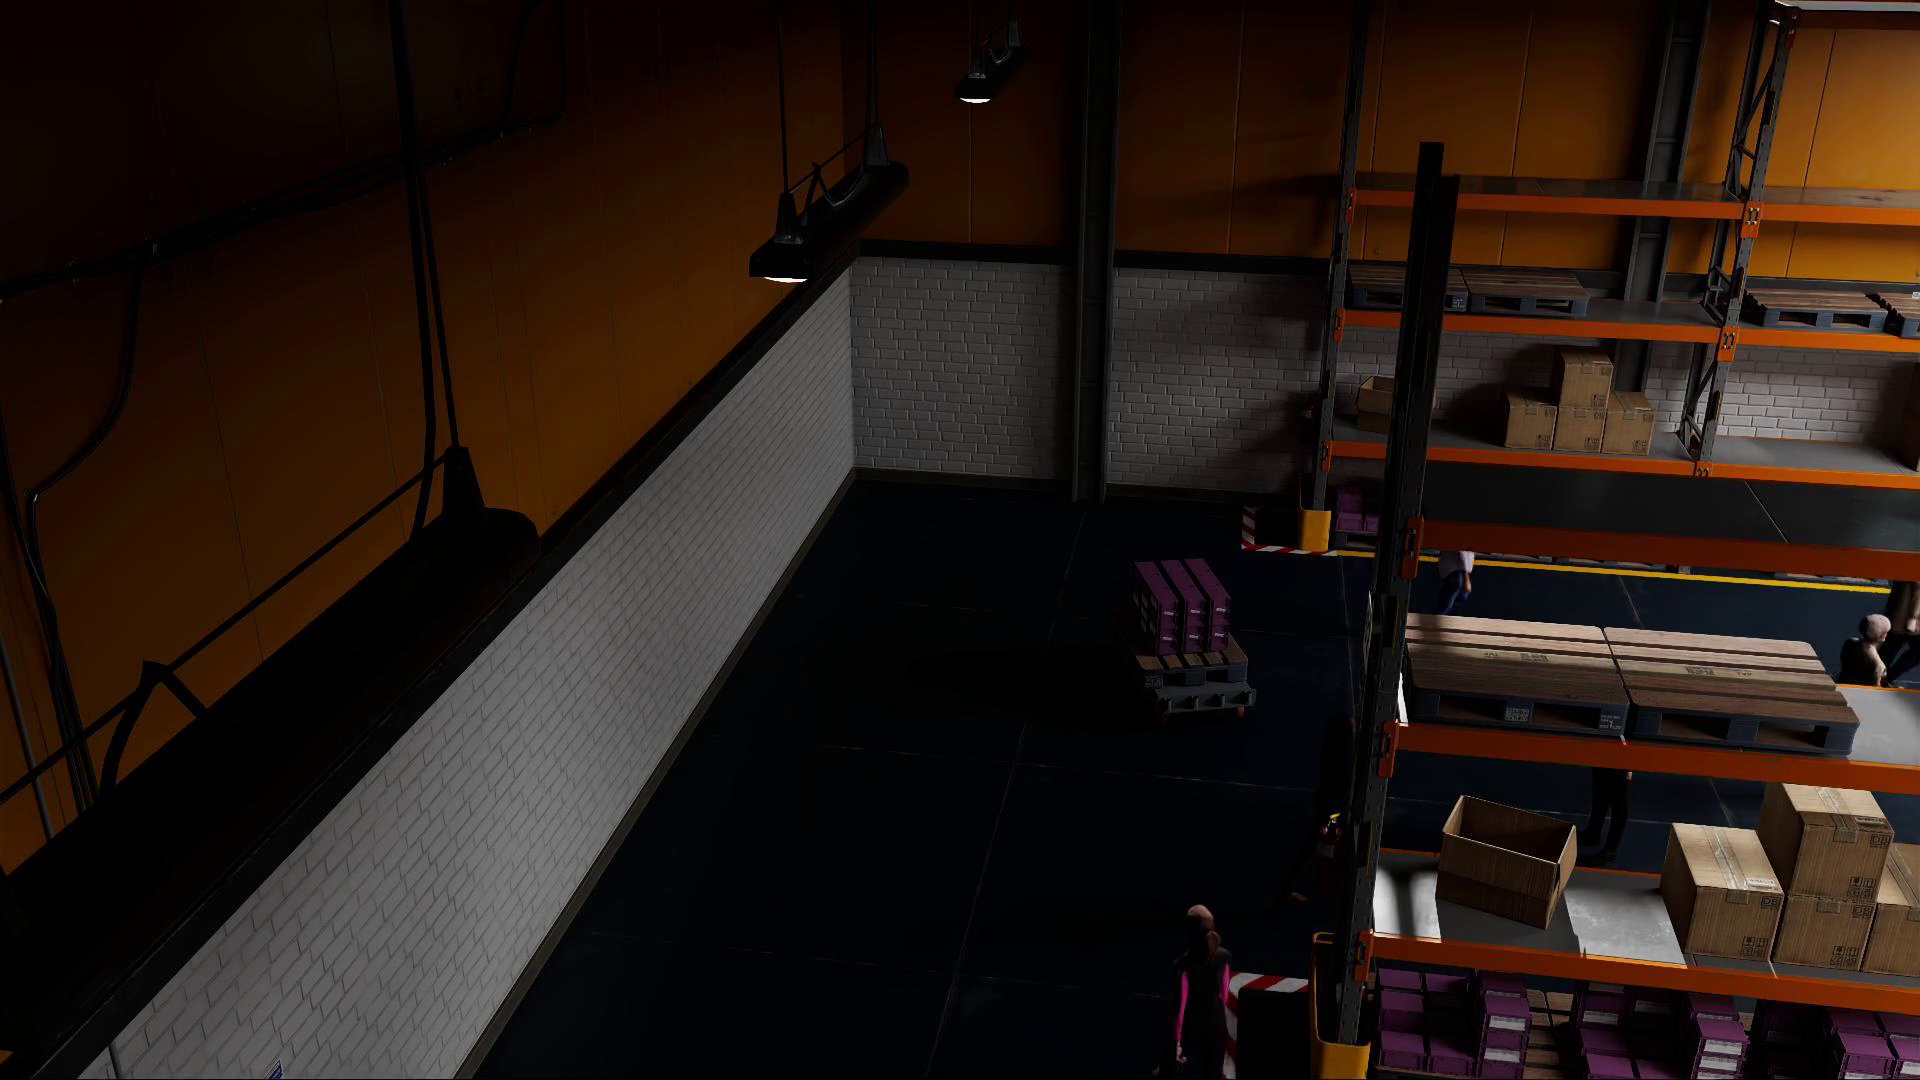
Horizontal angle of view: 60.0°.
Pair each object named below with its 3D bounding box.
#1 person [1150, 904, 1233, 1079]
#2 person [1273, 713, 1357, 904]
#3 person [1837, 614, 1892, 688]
[{"bbox_3d":[1.488,3.043,10.125,1.164,1.697,0.903,-4,24,-10],"label":"person"},{"bbox_3d":[2.713,2.061,12.392,1.186,1.679,0.858,-3,24,-7],"label":"person"},{"bbox_3d":[7.332,1.407,13.812,0.842,1.741,0.745,-2,24,-5],"label":"person"}]
